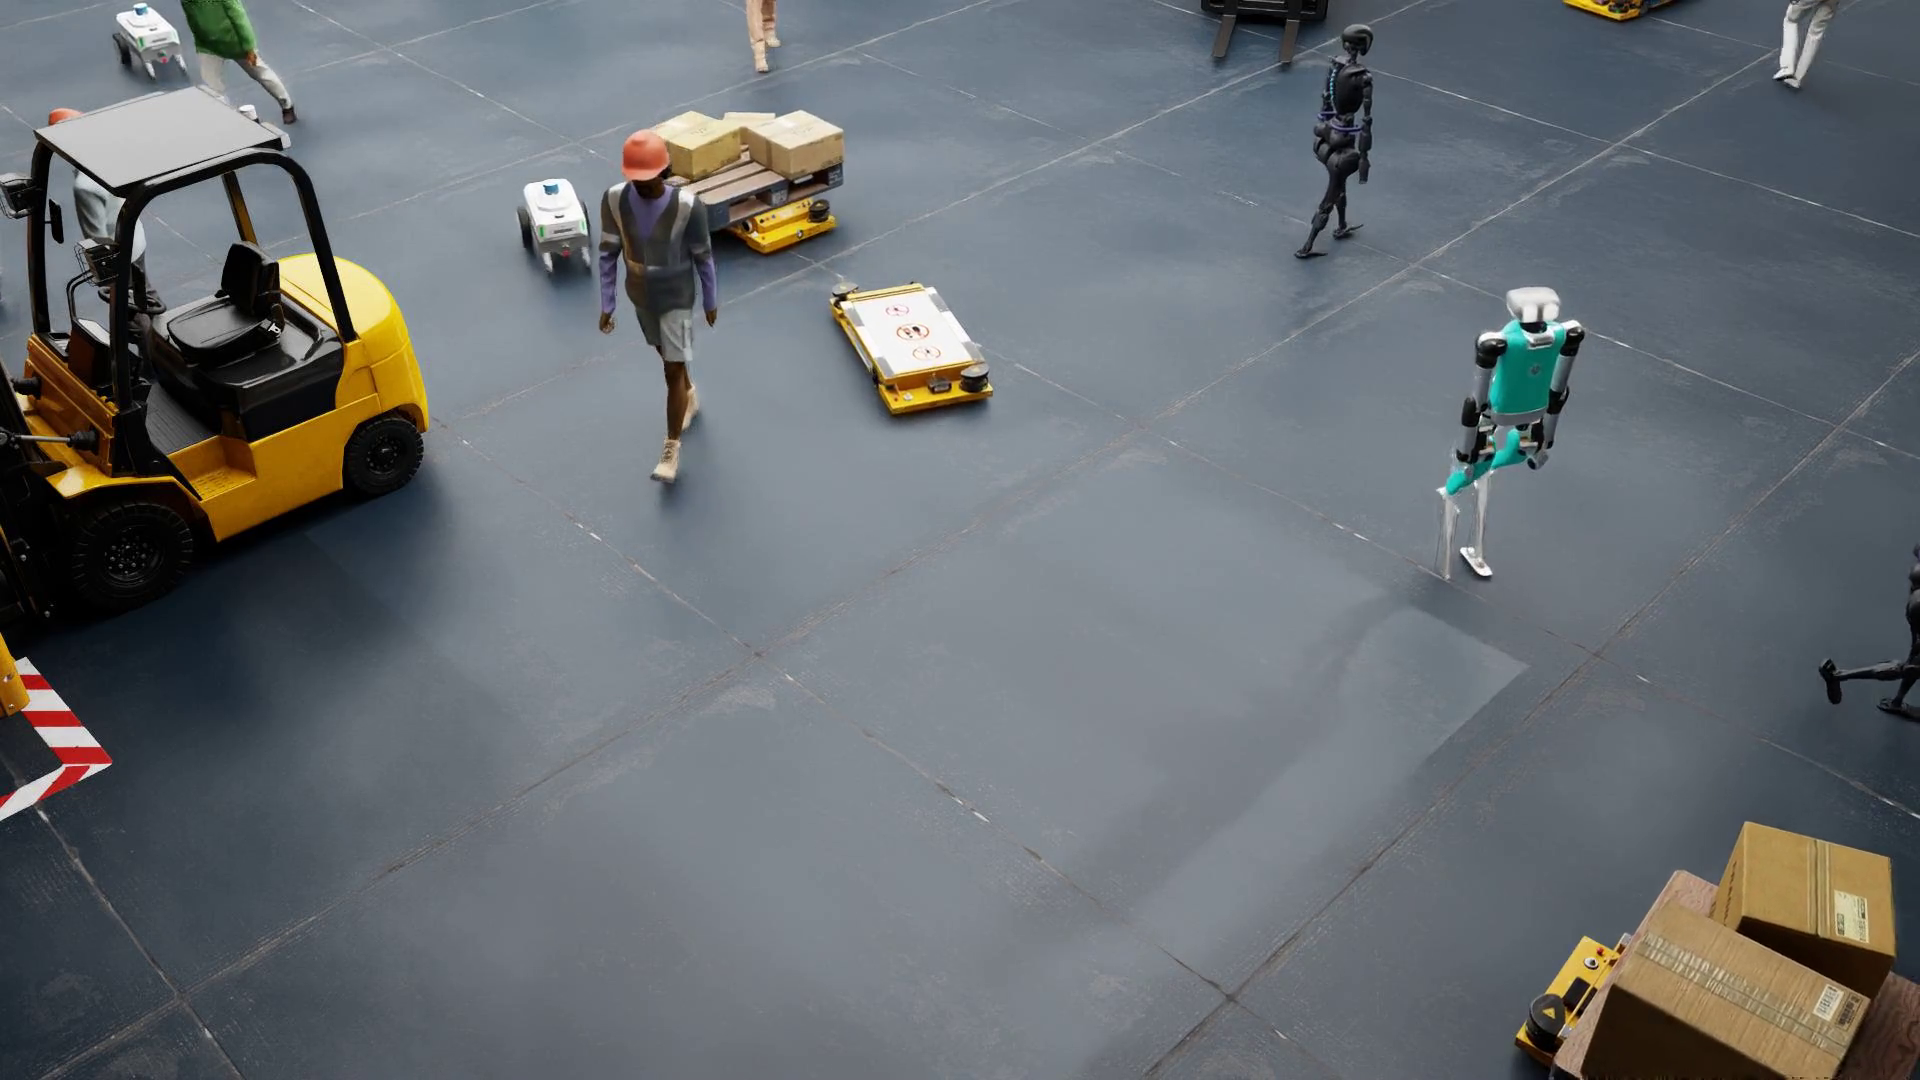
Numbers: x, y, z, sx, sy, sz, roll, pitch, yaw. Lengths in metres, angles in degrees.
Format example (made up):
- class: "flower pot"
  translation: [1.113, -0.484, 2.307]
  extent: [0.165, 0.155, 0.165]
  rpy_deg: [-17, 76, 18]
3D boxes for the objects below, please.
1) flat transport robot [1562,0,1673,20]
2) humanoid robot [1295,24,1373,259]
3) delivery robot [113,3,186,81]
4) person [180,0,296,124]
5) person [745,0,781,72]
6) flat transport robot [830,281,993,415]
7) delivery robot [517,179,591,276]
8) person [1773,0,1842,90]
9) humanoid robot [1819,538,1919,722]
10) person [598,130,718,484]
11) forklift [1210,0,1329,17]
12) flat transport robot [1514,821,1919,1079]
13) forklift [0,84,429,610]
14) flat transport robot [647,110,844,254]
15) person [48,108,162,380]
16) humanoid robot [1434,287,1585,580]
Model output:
- class: "flat transport robot"
  translation: [6.583, -5.360, 16.172]
  extent: [1.431, 0.231, 0.659]
  rpy_deg: [-25, 43, -29]
- class: "humanoid robot"
  translation: [2.691, -2.777, 11.549]
  extent: [0.656, 1.636, 0.597]
  rpy_deg: [-13, 39, -17]
- class: "delivery robot"
  translation: [-7.155, -4.433, 14.680]
  extent: [0.499, 0.580, 0.769]
  rpy_deg: [-25, 43, -29]
- class: "person"
  translation: [-5.766, -3.954, 13.105]
  extent: [0.561, 1.699, 1.091]
  rpy_deg: [7, 37, 9]
- class: "person"
  translation: [-1.749, -5.100, 14.604]
  extent: [0.557, 1.745, 0.867]
  rpy_deg: [-11, 38, -14]
- class: "flat transport robot"
  translation: [-0.336, -1.282, 10.713]
  extent: [0.659, 0.231, 1.431]
  rpy_deg: [-12, 38, -15]
- class: "delivery robot"
  translation: [-2.865, -2.263, 11.803]
  extent: [0.499, 0.614, 0.817]
  rpy_deg: [-12, 39, -16]
- class: "person"
  translation: [7.279, -4.630, 14.055]
  extent: [0.532, 1.615, 0.388]
  rpy_deg: [0, 37, 0]
- class: "humanoid robot"
  translation: [4.439, 0.152, 7.630]
  extent: [0.549, 1.644, 0.601]
  rpy_deg: [18, 41, 23]
- class: "person"
  translation: [-1.714, -1.330, 9.338]
  extent: [0.607, 1.994, 0.989]
  rpy_deg: [11, 38, 15]
- class: "forklift"
  translation: [3.106, -6.400, 15.960]
  extent: [1.214, 2.155, 2.313]
  rpy_deg: [8, 37, 10]
- class: "flat transport robot"
  translation: [2.907, 2.040, 6.266]
  extent: [1.431, 0.231, 0.659]
  rpy_deg: [27, 44, 31]
- class: "forklift"
  translation: [-4.145, -1.093, 8.856]
  extent: [2.313, 2.155, 1.214]
  rpy_deg: [-31, 47, -34]
- class: "flat transport robot"
  translation: [-1.632, -2.544, 12.403]
  extent: [0.659, 0.231, 1.431]
  rpy_deg: [-28, 45, -32]
- class: "person"
  translation: [-5.188, -1.805, 10.184]
  extent: [0.350, 1.739, 0.568]
  rpy_deg: [-3, 37, -5]
- class: "humanoid robot"
  translation: [2.704, -0.571, 8.537]
  extent: [0.557, 1.795, 0.675]
  rpy_deg: [-7, 37, -9]
